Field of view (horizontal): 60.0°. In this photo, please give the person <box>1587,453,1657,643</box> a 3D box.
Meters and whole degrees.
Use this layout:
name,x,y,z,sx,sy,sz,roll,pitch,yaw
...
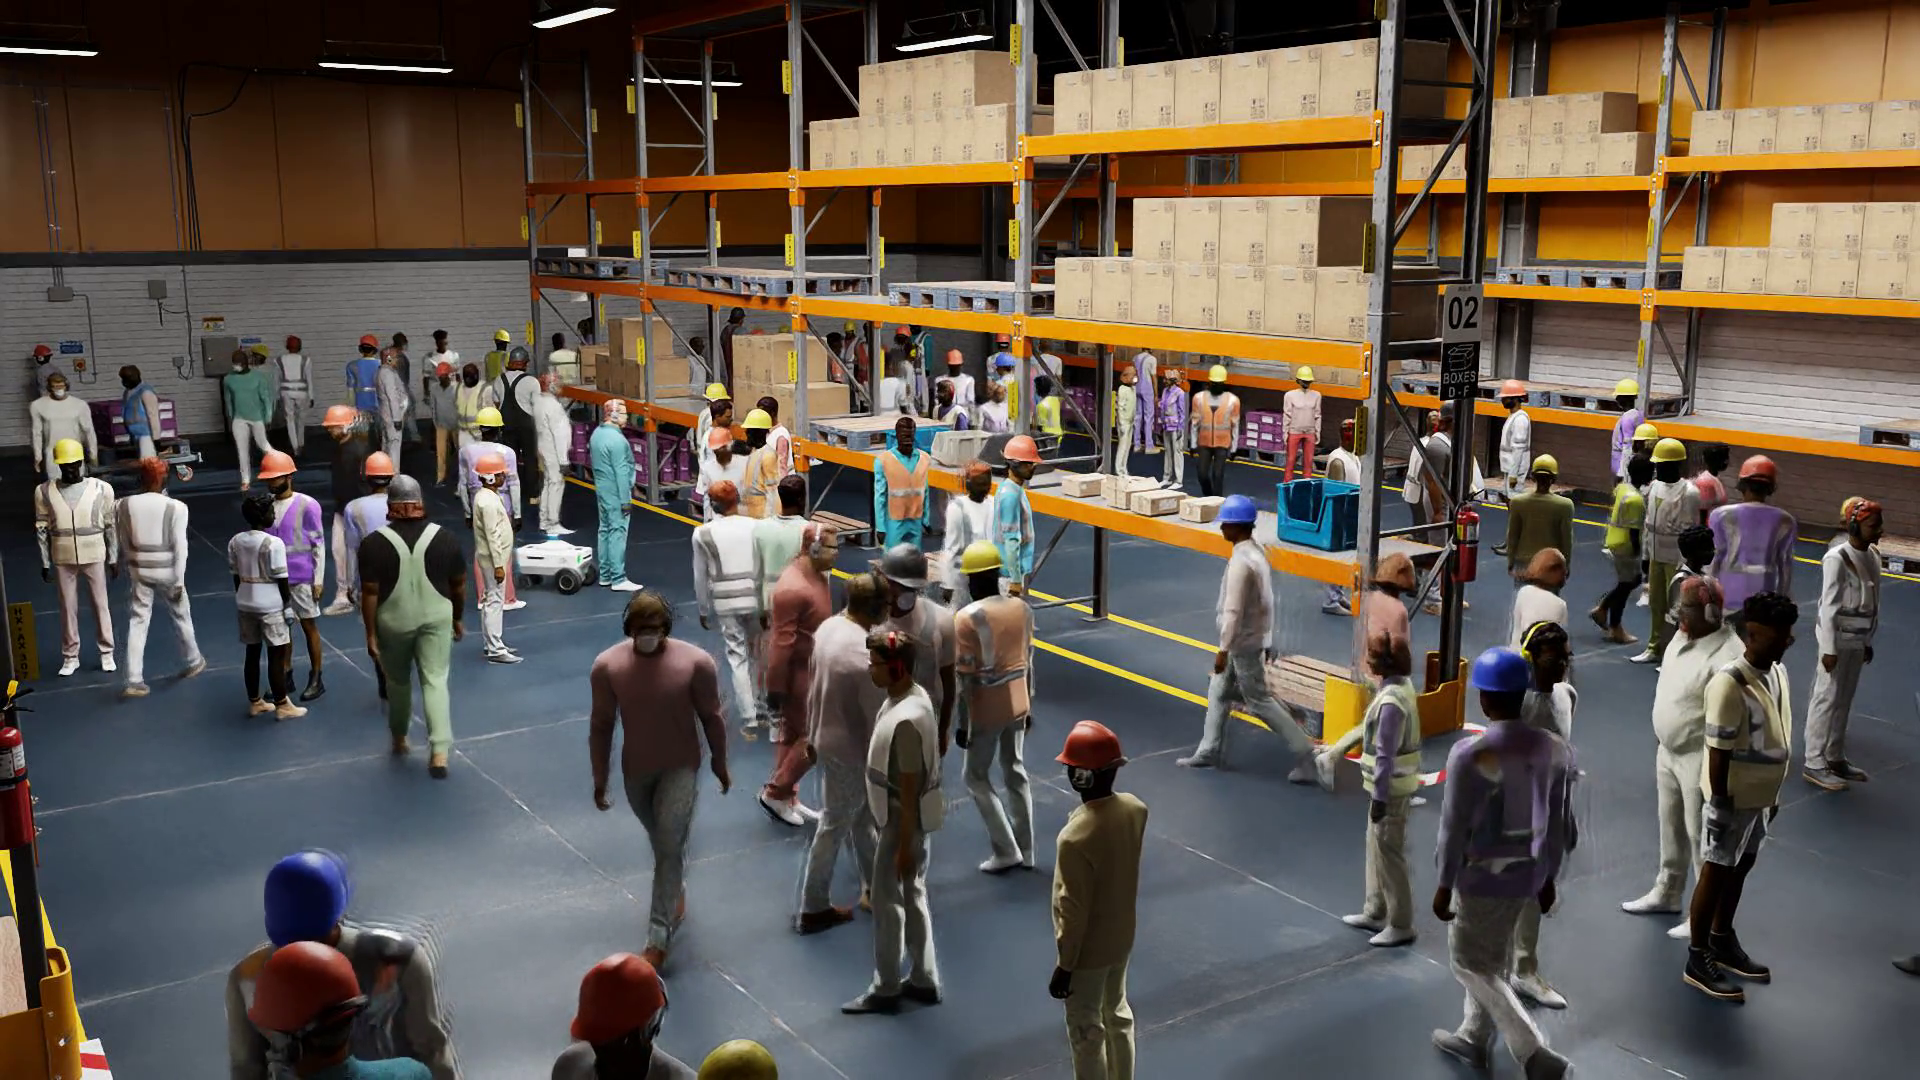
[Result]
name,x,y,z,sx,sy,sz,roll,pitch,yaw
person,5.778,0.076,14.389,0.393,1.673,0.555,3,11,14

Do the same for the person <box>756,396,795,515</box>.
name,x,y,z,sx,sy,sz,roll,pitch,yaw
person,-1.850,-0.497,16.745,0.402,1.909,0.598,-5,12,-22

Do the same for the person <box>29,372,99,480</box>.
name,x,y,z,sx,sy,sz,roll,pitch,yaw
person,-10.218,-0.952,19.016,0.665,1.919,0.530,-7,13,-31

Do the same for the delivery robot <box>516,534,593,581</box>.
name,x,y,z,sx,sy,sz,roll,pitch,yaw
delivery robot,-4.022,0.181,16.497,0.707,0.478,0.477,2,11,12

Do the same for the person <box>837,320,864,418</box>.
name,x,y,z,sx,sy,sz,roll,pitch,yaw
person,-1.975,-3.061,30.090,0.590,1.824,0.403,6,13,28

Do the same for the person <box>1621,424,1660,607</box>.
name,x,y,z,sx,sy,sz,roll,pitch,yaw
person,6.483,-0.241,15.849,0.294,1.744,0.484,-7,13,-31

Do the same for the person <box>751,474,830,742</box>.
name,x,y,z,sx,sy,sz,roll,pitch,yaw
person,-1.176,0.492,11.649,0.592,1.919,0.389,5,12,24

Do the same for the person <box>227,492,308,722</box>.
name,x,y,z,sx,sy,sz,roll,pitch,yaw
person,-5.112,0.491,12.219,0.532,1.697,0.322,5,12,26

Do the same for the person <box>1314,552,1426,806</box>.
name,x,y,z,sx,sy,sz,roll,pitch,yaw
person,2.605,0.874,10.465,0.589,1.613,0.521,-2,11,-9

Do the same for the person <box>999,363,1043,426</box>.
name,x,y,z,sx,sy,sz,roll,pitch,yaw
person,0.920,-1.843,23.838,0.660,1.821,0.659,-6,13,-28

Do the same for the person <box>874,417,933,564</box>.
name,x,y,z,sx,sy,sz,roll,pitch,yaw
person,-0.519,-0.166,15.022,0.591,1.916,0.383,-8,14,-36

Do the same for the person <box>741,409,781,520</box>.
name,x,y,z,sx,sy,sz,roll,pitch,yaw
person,-1.846,-0.256,15.443,0.356,1.930,0.592,-4,12,-20

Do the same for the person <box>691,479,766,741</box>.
name,x,y,z,sx,sy,sz,roll,pitch,yaw
person,-1.599,0.478,11.905,0.607,1.843,0.697,-3,11,-16

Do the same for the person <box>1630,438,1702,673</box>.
name,x,y,z,sx,sy,sz,roll,pitch,yaw
person,5.752,0.124,13.550,0.399,1.918,0.584,-3,11,-13

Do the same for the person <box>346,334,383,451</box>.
name,x,y,z,sx,sy,sz,roll,pitch,yaw
person,-8.361,-1.898,23.592,0.608,2.035,0.418,-3,11,-15

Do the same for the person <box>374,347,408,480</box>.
name,x,y,z,sx,sy,sz,roll,pitch,yaw
person,-7.810,-1.704,22.917,0.410,1.909,0.642,-7,13,-33

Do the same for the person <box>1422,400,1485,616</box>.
name,x,y,z,sx,sy,sz,roll,pitch,yaw
person,4.596,-0.317,15.475,0.537,2.000,0.683,8,14,36

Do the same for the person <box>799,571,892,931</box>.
name,x,y,z,sx,sy,sz,roll,pitch,yaw
person,-0.475,1.086,8.651,0.862,1.897,0.649,-5,12,-24

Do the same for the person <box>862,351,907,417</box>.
name,x,y,z,sx,sy,sz,roll,pitch,yaw
person,-0.982,-1.537,22.077,0.617,1.929,0.983,-2,11,-11

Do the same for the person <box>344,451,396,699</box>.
name,x,y,z,sx,sy,sz,roll,pitch,yaw
person,-4.383,0.289,12.693,0.563,1.916,0.708,-5,12,-26

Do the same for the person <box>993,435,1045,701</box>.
name,x,y,z,sx,sy,sz,roll,pitch,yaw
person,0.443,0.209,12.783,0.394,2.039,0.614,0,11,0

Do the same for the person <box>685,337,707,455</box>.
name,x,y,z,sx,sy,sz,roll,pitch,yaw
person,-4.098,-2.233,25.800,0.345,1.839,0.502,6,13,28

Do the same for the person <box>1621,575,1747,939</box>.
name,x,y,z,sx,sy,sz,roll,pitch,yaw
person,3.755,1.109,8.552,0.401,1.907,0.652,-1,11,-4

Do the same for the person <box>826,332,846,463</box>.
name,x,y,z,sx,sy,sz,roll,pitch,yaw
person,-1.891,-2.149,25.040,0.362,1.965,0.611,-6,12,-27

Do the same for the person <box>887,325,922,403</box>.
name,x,y,z,sx,sy,sz,roll,pitch,yaw
person,-0.882,-2.271,25.510,0.603,2.035,0.415,1,11,7

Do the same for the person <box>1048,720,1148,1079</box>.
name,x,y,z,sx,sy,sz,roll,pitch,yaw
person,0.514,1.565,6.577,0.334,1.749,0.575,7,13,33

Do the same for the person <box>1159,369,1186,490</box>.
name,x,y,z,sx,sy,sz,roll,pitch,yaw
person,2.886,-1.503,22.582,0.314,1.636,0.515,-5,12,-23

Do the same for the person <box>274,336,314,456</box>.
name,x,y,z,sx,sy,sz,roll,pitch,yaw
person,-10.361,-2.243,25.881,0.596,1.838,0.968,-3,11,-15

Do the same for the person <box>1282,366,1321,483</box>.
name,x,y,z,sx,sy,sz,roll,pitch,yaw
person,4.461,-1.389,21.692,0.528,1.760,0.335,-2,11,-10

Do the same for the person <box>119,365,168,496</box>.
name,x,y,z,sx,sy,sz,roll,pitch,yaw
person,-10.486,-1.347,21.337,0.655,1.820,0.436,10,15,42

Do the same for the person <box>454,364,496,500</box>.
name,x,y,z,sx,sy,sz,roll,pitch,yaw
person,-6.370,-1.436,21.897,0.645,1.779,0.908,3,11,15

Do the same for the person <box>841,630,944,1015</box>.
name,x,y,z,sx,sy,sz,roll,pitch,yaw
person,-0.301,1.308,7.701,0.459,1.840,0.607,0,11,-2

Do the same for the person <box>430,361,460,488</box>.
name,x,y,z,sx,sy,sz,roll,pitch,yaw
person,-7.030,-1.621,22.989,0.572,1.719,0.856,2,11,8

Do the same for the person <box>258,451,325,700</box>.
name,x,y,z,sx,sy,sz,roll,pitch,yaw
person,-5.131,0.277,12.701,0.552,1.934,0.373,2,11,9

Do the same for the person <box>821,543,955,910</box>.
name,x,y,z,sx,sy,sz,roll,pitch,yaw
person,-0.378,0.983,8.824,0.726,2.000,0.539,-1,11,-3

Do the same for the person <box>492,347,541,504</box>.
name,x,y,z,sx,sy,sz,roll,pitch,yaw
person,-5.654,-1.491,21.481,0.683,2.000,0.536,4,12,18

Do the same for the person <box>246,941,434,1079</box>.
name,x,y,z,sx,sy,sz,roll,pitch,yaw
person,-1.457,1.950,4.144,0.989,1.954,0.614,4,12,20

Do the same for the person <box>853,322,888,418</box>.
name,x,y,z,sx,sy,sz,roll,pitch,yaw
person,-1.491,-2.632,27.516,0.604,1.965,0.367,3,11,14

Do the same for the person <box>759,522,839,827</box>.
name,x,y,z,sx,sy,sz,roll,pitch,yaw
person,-0.954,0.823,10.096,0.481,1.873,0.669,1,11,4

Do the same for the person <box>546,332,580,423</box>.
name,x,y,z,sx,sy,sz,roll,pitch,yaw
person,-6.137,-2.299,26.037,0.776,1.880,0.658,7,13,33

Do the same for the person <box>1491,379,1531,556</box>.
name,x,y,z,sx,sy,sz,roll,pitch,yaw
person,6.022,-0.789,18.188,0.388,1.929,0.546,2,11,9

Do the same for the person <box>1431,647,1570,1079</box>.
name,x,y,z,sx,sy,sz,roll,pitch,yaw
person,2.296,1.409,6.948,0.608,1.920,0.752,-6,12,-27

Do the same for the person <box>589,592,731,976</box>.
name,x,y,z,sx,sy,sz,roll,pitch,yaw
person,-1.512,1.157,8.369,0.662,1.876,1.083,1,11,7

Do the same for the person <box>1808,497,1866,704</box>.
name,x,y,z,sx,sy,sz,roll,pitch,yaw
person,6.290,0.561,11.858,0.380,1.697,0.673,3,11,14
